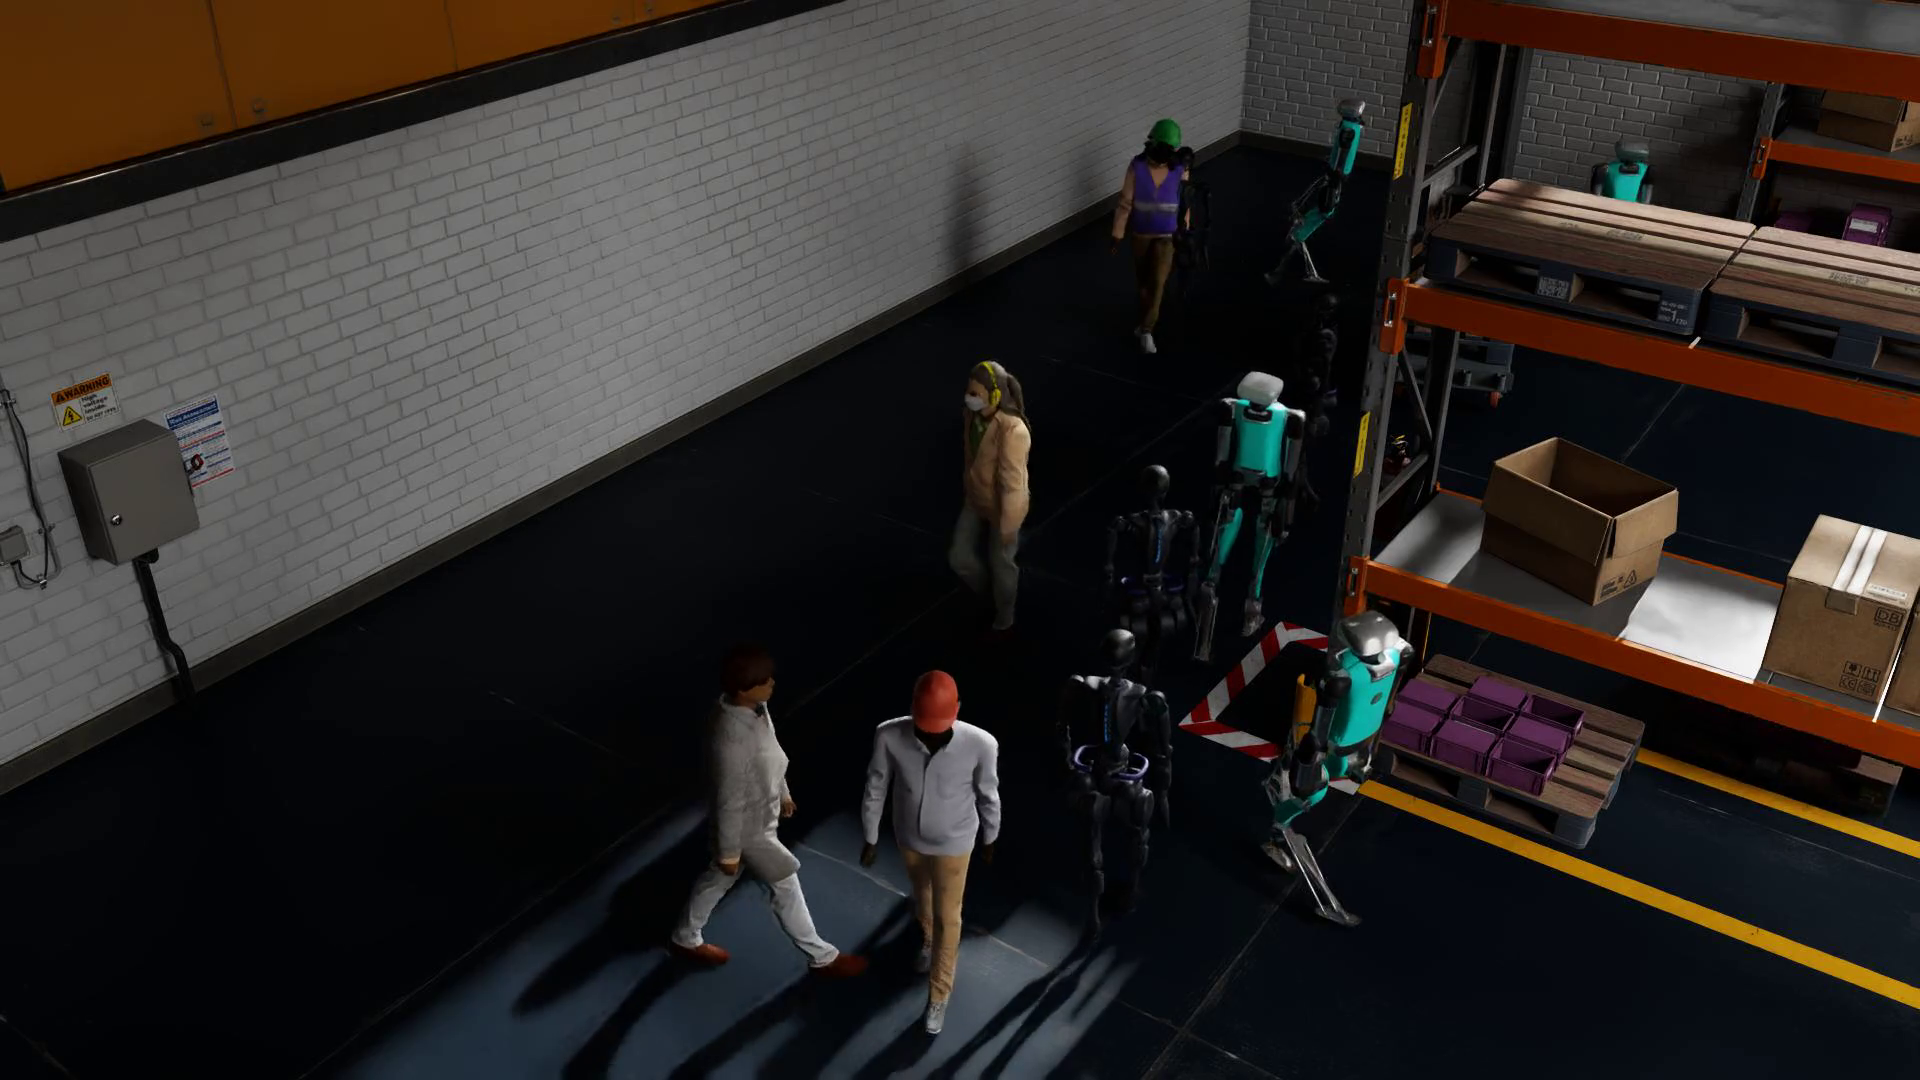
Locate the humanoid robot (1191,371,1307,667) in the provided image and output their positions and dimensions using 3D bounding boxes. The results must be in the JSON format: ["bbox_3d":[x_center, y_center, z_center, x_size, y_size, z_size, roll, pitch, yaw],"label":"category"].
[{"bbox_3d":[1.598,-0.023,9.641,0.538,1.778,0.985,13,33,22],"label":"humanoid robot"}]

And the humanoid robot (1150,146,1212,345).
[{"bbox_3d":[1.806,-2.455,13.901,0.584,1.652,0.361,7,31,12],"label":"humanoid robot"}]

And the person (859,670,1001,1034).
[{"bbox_3d":[-0.149,1.329,7.276,0.590,1.719,0.724,8,31,14],"label":"person"}]

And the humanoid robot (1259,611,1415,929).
[{"bbox_3d":[1.643,0.989,7.843,0.543,1.729,0.947,-19,35,-29],"label":"humanoid robot"}]

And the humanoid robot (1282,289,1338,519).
[{"bbox_3d":[2.355,-0.921,11.226,0.362,1.643,0.585,-4,30,-7],"label":"humanoid robot"}]

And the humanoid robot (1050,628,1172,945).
[{"bbox_3d":[0.704,1.113,7.708,0.593,1.650,0.551,10,32,17],"label":"humanoid robot"}]

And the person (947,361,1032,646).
[{"bbox_3d":[0.184,-0.192,9.778,0.443,1.859,0.571,-21,36,-32],"label":"person"}]

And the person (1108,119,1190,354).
[{"bbox_3d":[1.569,-2.531,13.804,0.628,1.892,0.650,7,31,13],"label":"person"}]

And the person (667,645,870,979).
[{"bbox_3d":[-0.938,1.224,7.404,0.958,1.786,0.512,0,30,-1],"label":"person"}]

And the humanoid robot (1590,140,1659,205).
[{"bbox_3d":[5.397,-2.324,13.599,0.546,1.753,0.899,-1,30,-1],"label":"humanoid robot"}]

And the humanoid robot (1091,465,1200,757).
[{"bbox_3d":[1.031,0.384,8.994,0.589,1.633,0.667,-6,31,-10],"label":"humanoid robot"}]

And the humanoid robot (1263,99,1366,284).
[{"bbox_3d":[3.132,-3.050,14.956,0.836,1.875,0.550,10,31,16],"label":"humanoid robot"}]
